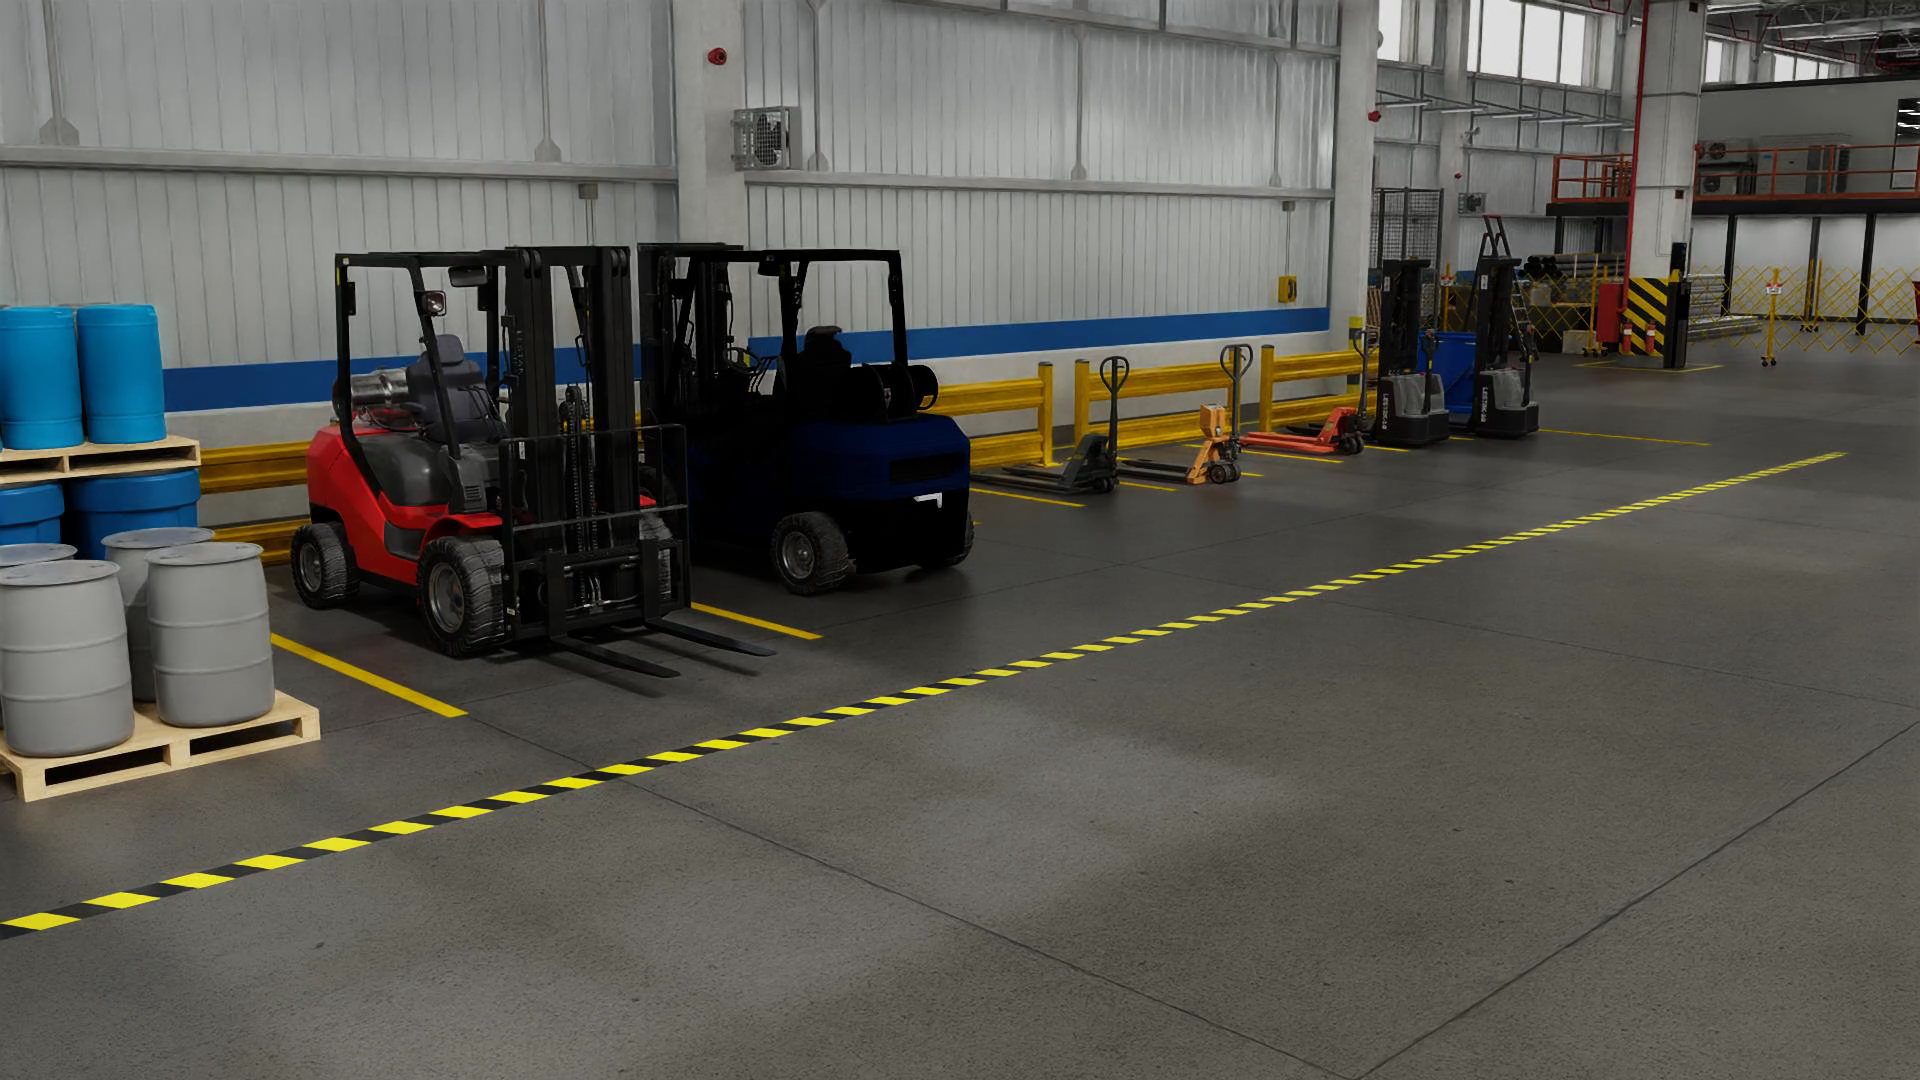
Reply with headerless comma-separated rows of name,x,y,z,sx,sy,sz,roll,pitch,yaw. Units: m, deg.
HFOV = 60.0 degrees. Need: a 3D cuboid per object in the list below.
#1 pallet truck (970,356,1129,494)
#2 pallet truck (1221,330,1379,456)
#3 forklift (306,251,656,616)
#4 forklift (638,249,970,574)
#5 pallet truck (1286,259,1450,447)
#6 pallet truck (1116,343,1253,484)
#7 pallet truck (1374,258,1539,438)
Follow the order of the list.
pallet truck,0.784,-1.085,14.876,0.680,1.201,1.601,-10,14,-44
pallet truck,3.563,-1.581,17.381,0.653,1.274,1.630,-10,14,-44
forklift,-2.833,-0.669,9.694,1.157,1.987,2.680,-10,14,-44
forklift,-1.173,-0.958,11.239,2.680,1.987,1.157,10,14,43
pallet truck,4.493,-2.078,18.196,0.823,1.965,1.885,-9,14,-40
pallet truck,1.962,-1.215,15.415,1.522,1.261,0.704,10,14,43
pallet truck,5.704,-2.208,18.901,1.885,1.965,0.823,10,14,43
